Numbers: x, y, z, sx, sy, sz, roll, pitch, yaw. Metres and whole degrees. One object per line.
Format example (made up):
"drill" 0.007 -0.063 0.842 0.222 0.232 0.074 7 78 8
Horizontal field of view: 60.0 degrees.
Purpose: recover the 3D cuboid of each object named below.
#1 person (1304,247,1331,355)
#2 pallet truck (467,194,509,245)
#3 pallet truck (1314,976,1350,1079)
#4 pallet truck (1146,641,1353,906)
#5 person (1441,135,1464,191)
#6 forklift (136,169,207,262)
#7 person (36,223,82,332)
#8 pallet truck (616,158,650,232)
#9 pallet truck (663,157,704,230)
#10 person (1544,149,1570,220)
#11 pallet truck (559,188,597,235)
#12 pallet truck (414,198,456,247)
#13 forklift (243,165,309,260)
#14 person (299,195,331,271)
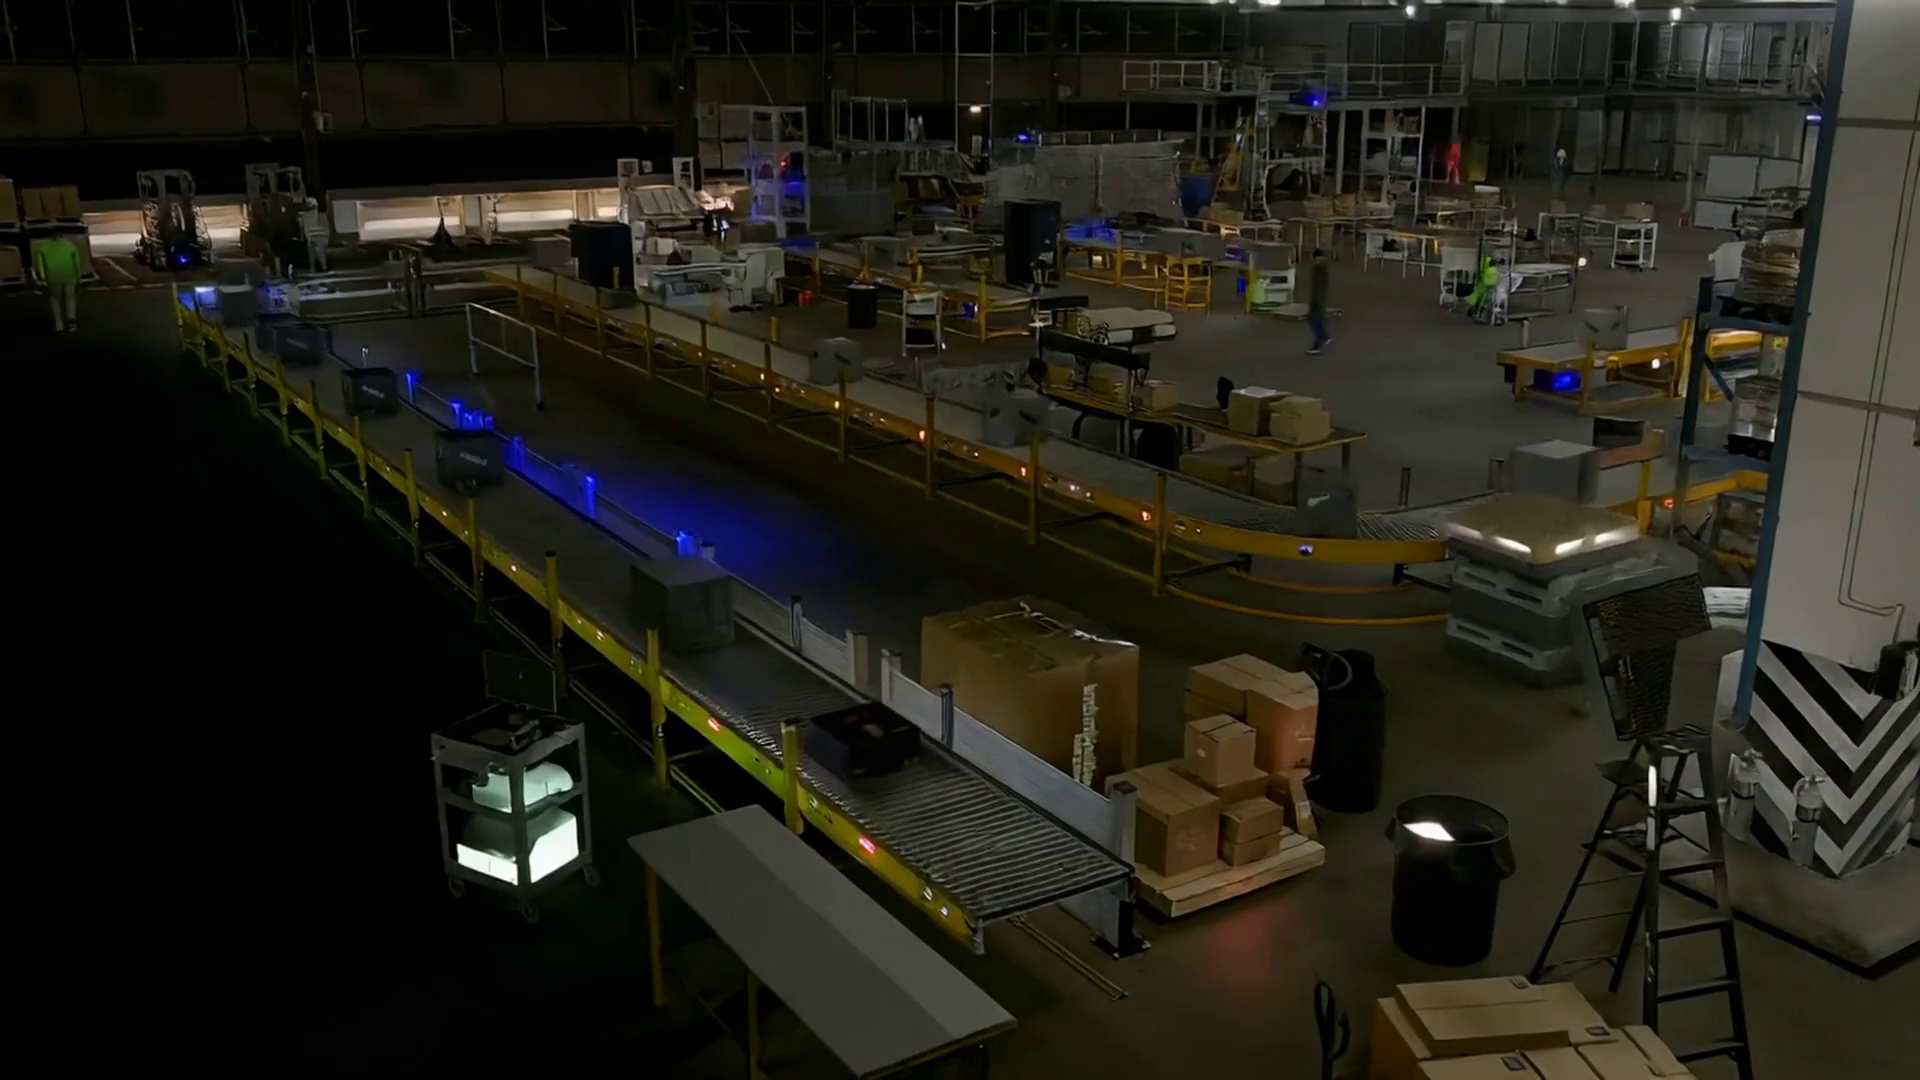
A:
"person" 5.854 -3.885 27.075 0.423 1.754 0.525 -4 17 -14
"pallet truck" -11.983 -8.177 42.137 0.704 1.261 1.522 -11 20 -33
"pallet truck" 2.299 2.390 7.086 1.601 1.201 0.680 -2 17 -7
"pallet truck" 1.664 1.407 10.232 1.630 1.274 0.653 -10 20 -31
"person" 16.938 -12.930 57.016 0.589 1.847 0.958 -9 19 -27
"forklift" -17.842 -7.318 37.559 1.157 1.987 2.680 -10 20 -31
"person" -15.774 -4.595 29.187 0.640 1.896 0.415 -7 18 -23
"pallet truck" -8.918 -9.176 44.255 0.823 1.965 1.885 -9 19 -27
"pallet truck" -7.586 -9.308 44.692 0.823 1.965 1.885 -11 20 -33
"person" 17.123 -10.201 47.709 0.662 1.987 1.062 6 18 19
"pallet truck" -10.010 -8.652 43.699 0.653 1.274 1.630 -10 20 -31
"pallet truck" -13.250 -8.060 41.856 0.680 1.201 1.601 -10 20 -31
"forklift" -15.898 -7.669 38.708 1.157 1.987 2.680 -11 20 -33
"person" -13.645 -6.387 35.254 0.601 1.830 0.404 0 17 -1
